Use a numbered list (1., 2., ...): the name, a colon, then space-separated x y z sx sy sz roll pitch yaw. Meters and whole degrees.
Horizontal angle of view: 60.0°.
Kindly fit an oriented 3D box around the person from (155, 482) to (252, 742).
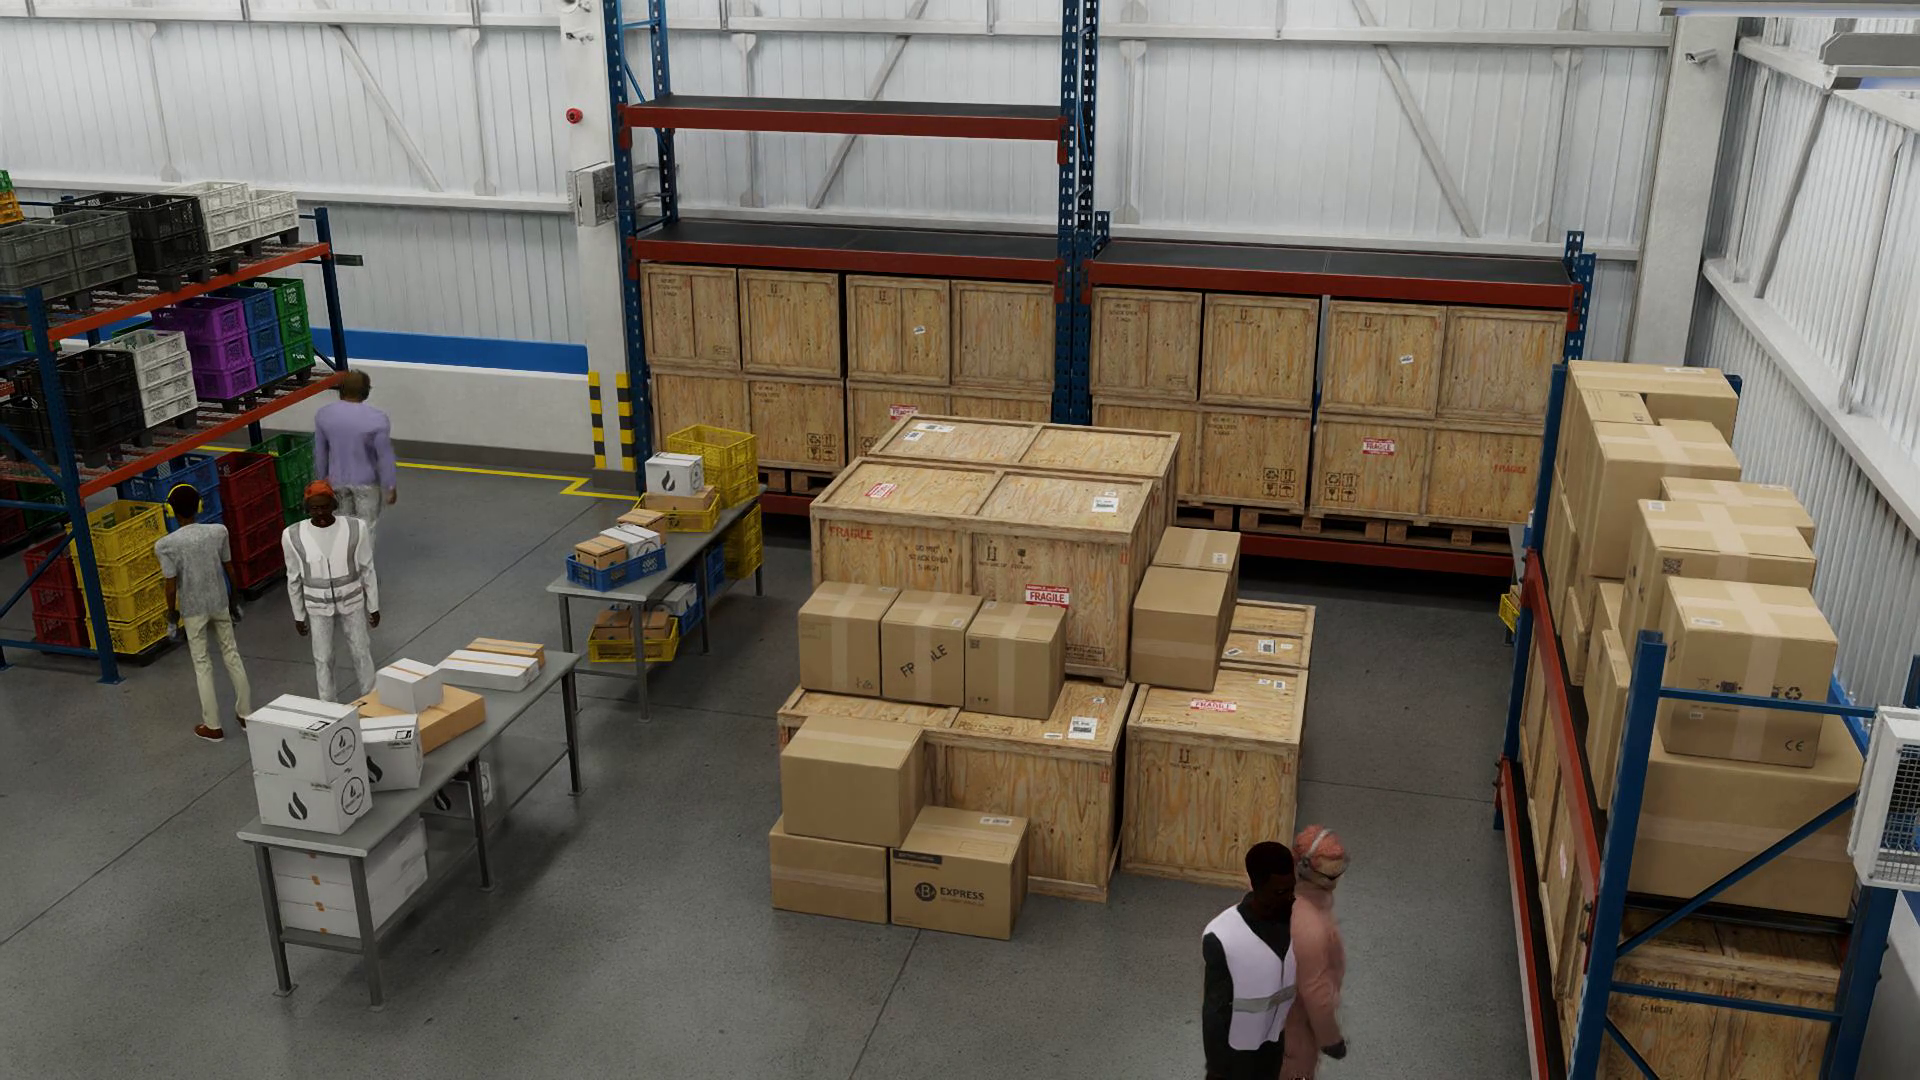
1. person: -5.233 0.494 11.495 0.521 1.869 0.328 -20 28 -41

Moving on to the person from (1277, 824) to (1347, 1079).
1. person: 1.517 2.059 7.397 0.453 1.877 0.676 -1 21 -1

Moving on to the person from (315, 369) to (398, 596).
1. person: -5.058 -0.480 13.987 0.657 1.906 0.512 4 21 10

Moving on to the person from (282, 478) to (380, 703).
1. person: -4.337 0.464 11.563 0.578 1.878 0.343 -8 22 -19

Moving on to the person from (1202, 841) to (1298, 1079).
1. person: 1.247 2.128 7.149 0.587 1.920 0.394 -16 26 -36
